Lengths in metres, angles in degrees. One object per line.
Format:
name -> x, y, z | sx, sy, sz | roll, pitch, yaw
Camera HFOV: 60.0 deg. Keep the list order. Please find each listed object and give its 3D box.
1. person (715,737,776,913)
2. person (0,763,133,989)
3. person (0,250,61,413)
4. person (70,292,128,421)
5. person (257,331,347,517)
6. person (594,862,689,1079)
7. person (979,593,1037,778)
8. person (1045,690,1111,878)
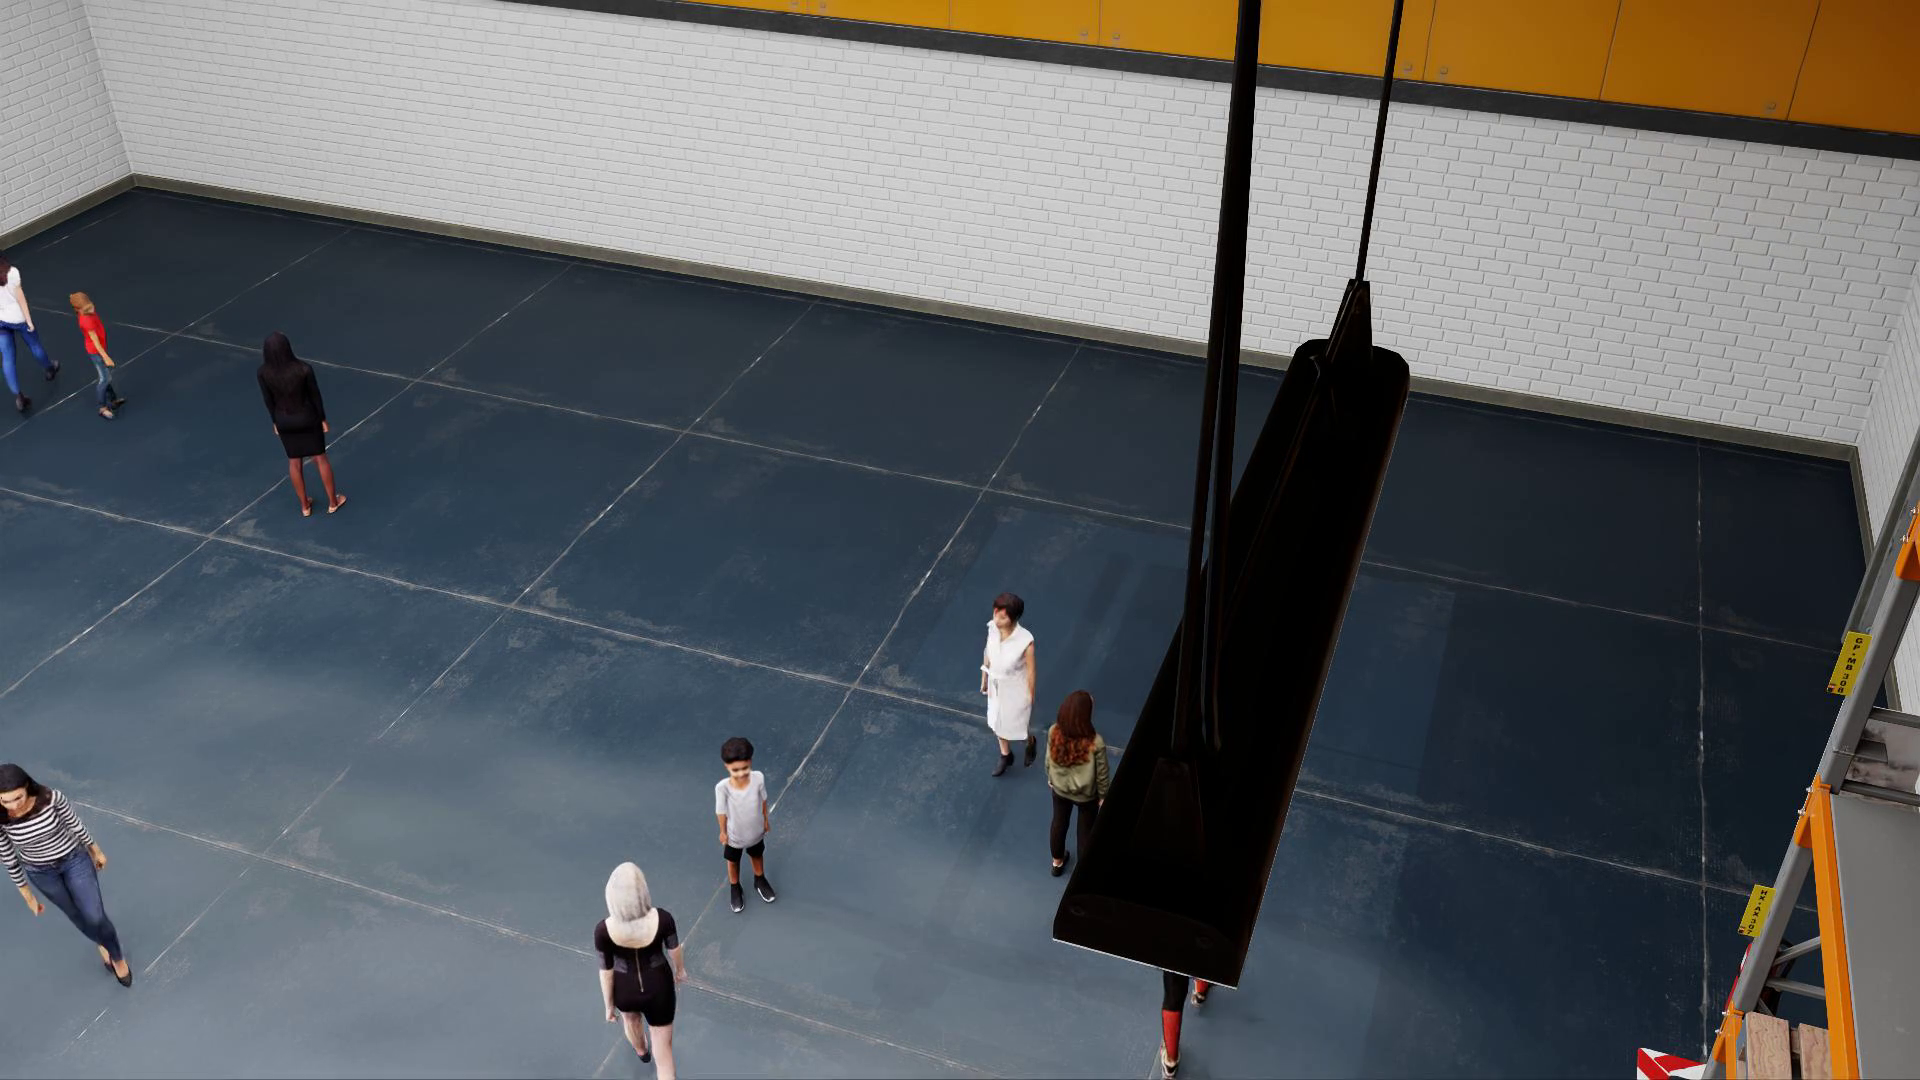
person -> -1.356, 1.752, 10.401 | 0.582, 1.262, 0.640 | -13, 36, -19
person -> -5.272, 1.897, 9.729 | 0.784, 1.764, 0.846 | -19, 38, -26
person -> -8.980, -1.987, 15.692 | 0.969, 1.631, 1.209 | -5, 34, -7
person -> -8.164, -1.803, 15.730 | 0.696, 1.283, 0.642 | -26, 41, -33
person -> -5.620, -0.992, 14.114 | 0.687, 1.721, 0.678 | -4, 34, -6
person -> -1.665, 2.480, 8.815 | 0.914, 1.804, 1.069 | -7, 34, -11
person -> 0.381, 0.969, 11.323 | 0.697, 1.545, 0.758 | 26, 41, 33
person -> 0.731, 1.563, 10.493 | 0.606, 1.476, 0.547 | 17, 37, 24
